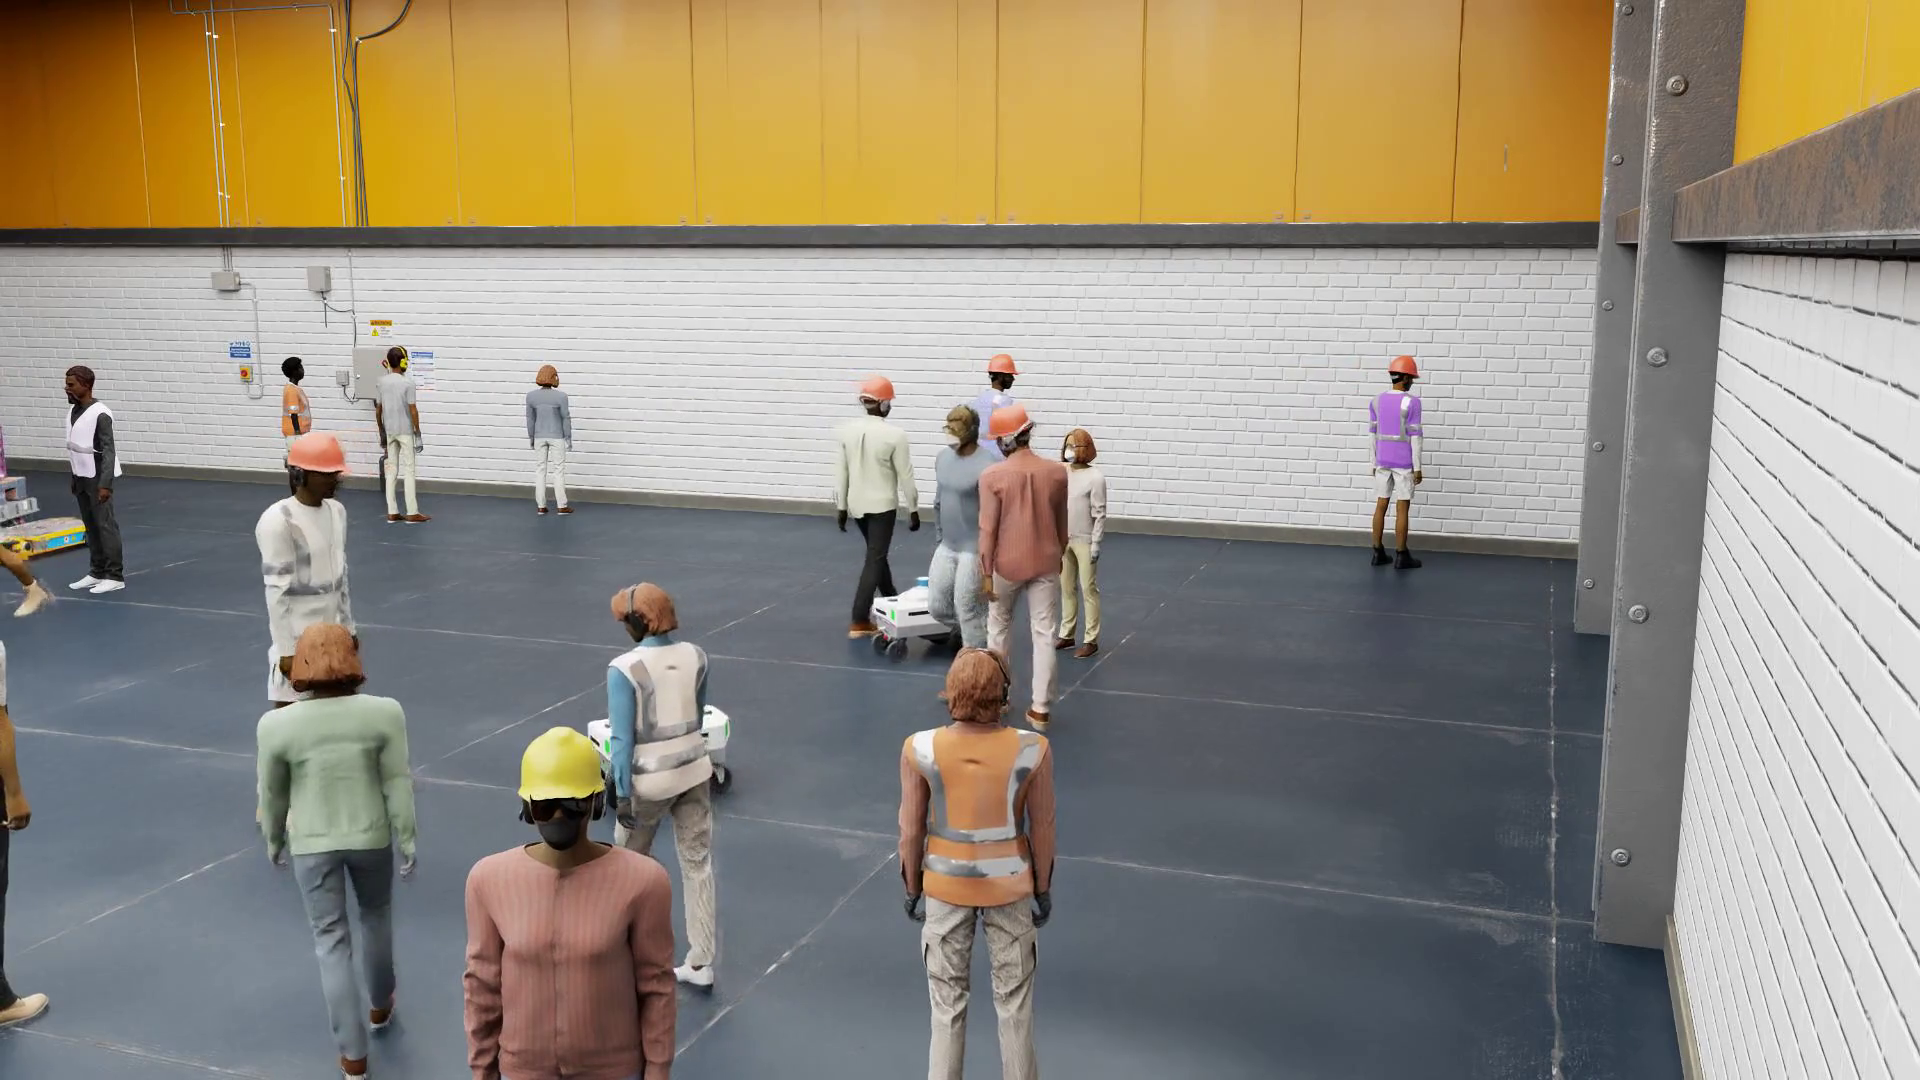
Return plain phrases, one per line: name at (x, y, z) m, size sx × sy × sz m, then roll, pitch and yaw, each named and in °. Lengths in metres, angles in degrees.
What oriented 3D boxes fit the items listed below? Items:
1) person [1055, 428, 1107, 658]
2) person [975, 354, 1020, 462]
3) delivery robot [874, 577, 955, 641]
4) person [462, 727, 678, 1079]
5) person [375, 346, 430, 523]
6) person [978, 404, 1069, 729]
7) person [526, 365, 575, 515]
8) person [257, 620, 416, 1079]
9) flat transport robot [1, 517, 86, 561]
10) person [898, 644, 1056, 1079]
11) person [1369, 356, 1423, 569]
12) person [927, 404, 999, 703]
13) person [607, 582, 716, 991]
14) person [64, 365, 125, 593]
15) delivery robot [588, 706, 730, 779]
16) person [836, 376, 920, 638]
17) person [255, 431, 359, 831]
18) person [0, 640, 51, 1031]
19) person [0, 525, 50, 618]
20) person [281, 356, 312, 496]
person at (0.830, 0.018, 11.858) m, size 0.282 × 1.636 × 0.500 m, roll -9°, pitch 13°, yaw -40°
person at (0.354, -0.738, 15.272) m, size 0.375 × 1.934 × 0.548 m, roll -6°, pitch 12°, yaw -29°
delivery robot at (-0.249, 0.507, 11.883) m, size 0.707 × 0.478 × 0.477 m, roll -5°, pitch 11°, yaw -27°
person at (-0.964, 1.321, 4.143) m, size 0.527 × 1.772 × 0.306 m, roll 0°, pitch 10°, yaw -3°
person at (-5.898, -1.104, 17.532) m, size 0.534 × 1.864 × 0.309 m, roll 3°, pitch 11°, yaw 18°
person at (0.374, 0.144, 10.236) m, size 0.645 × 1.957 × 0.796 m, roll -3°, pitch 10°, yaw -15°
person at (-4.454, -1.085, 18.078) m, size 0.507 × 1.633 × 0.278 m, roll 2°, pitch 10°, yaw 10°
person at (-2.234, 1.072, 5.977) m, size 0.507 × 1.610 × 0.678 m, roll -5°, pitch 11°, yaw -24°
flat transport robot at (-8.815, -0.016, 15.893) m, size 0.652 × 0.197 × 1.431 m, roll 2°, pitch 10°, yaw 12°
person at (0.056, 1.155, 5.441) m, size 0.514 × 1.641 × 0.315 m, roll 0°, pitch 10°, yaw 2°
person at (3.973, -0.704, 15.102) m, size 0.374 × 1.928 × 0.542 m, roll -8°, pitch 13°, yaw -40°
person at (0.060, 0.082, 10.679) m, size 0.493 × 1.924 × 0.657 m, roll -8°, pitch 13°, yaw -37°
person at (-1.235, 0.959, 6.622) m, size 0.771 × 1.595 × 0.526 m, roll 9°, pitch 13°, yaw 41°
person at (-7.333, -0.517, 14.075) m, size 0.587 × 1.920 × 0.391 m, roll 8°, pitch 13°, yaw 37°
delivery robot at (-1.593, 1.049, 8.831) m, size 0.707 × 0.478 × 0.477 m, roll -5°, pitch 11°, yaw -28°
person at (-0.595, -0.273, 12.656) m, size 0.636 × 1.938 × 1.000 m, roll 7°, pitch 12°, yaw 36°
person at (-3.270, 0.440, 8.458) m, size 0.458 × 2.029 × 0.649 m, roll 3°, pitch 10°, yaw 14°
person at (-3.724, 0.924, 6.217) m, size 0.503 × 1.838 × 0.348 m, roll 4°, pitch 11°, yaw 22°
person at (-7.592, -0.317, 12.768) m, size 0.609 × 1.993 × 1.056 m, roll 4°, pitch 11°, yaw 23°
person at (-7.339, -1.180, 18.427) m, size 0.317 × 1.700 × 0.538 m, roll -4°, pitch 11°, yaw -20°
